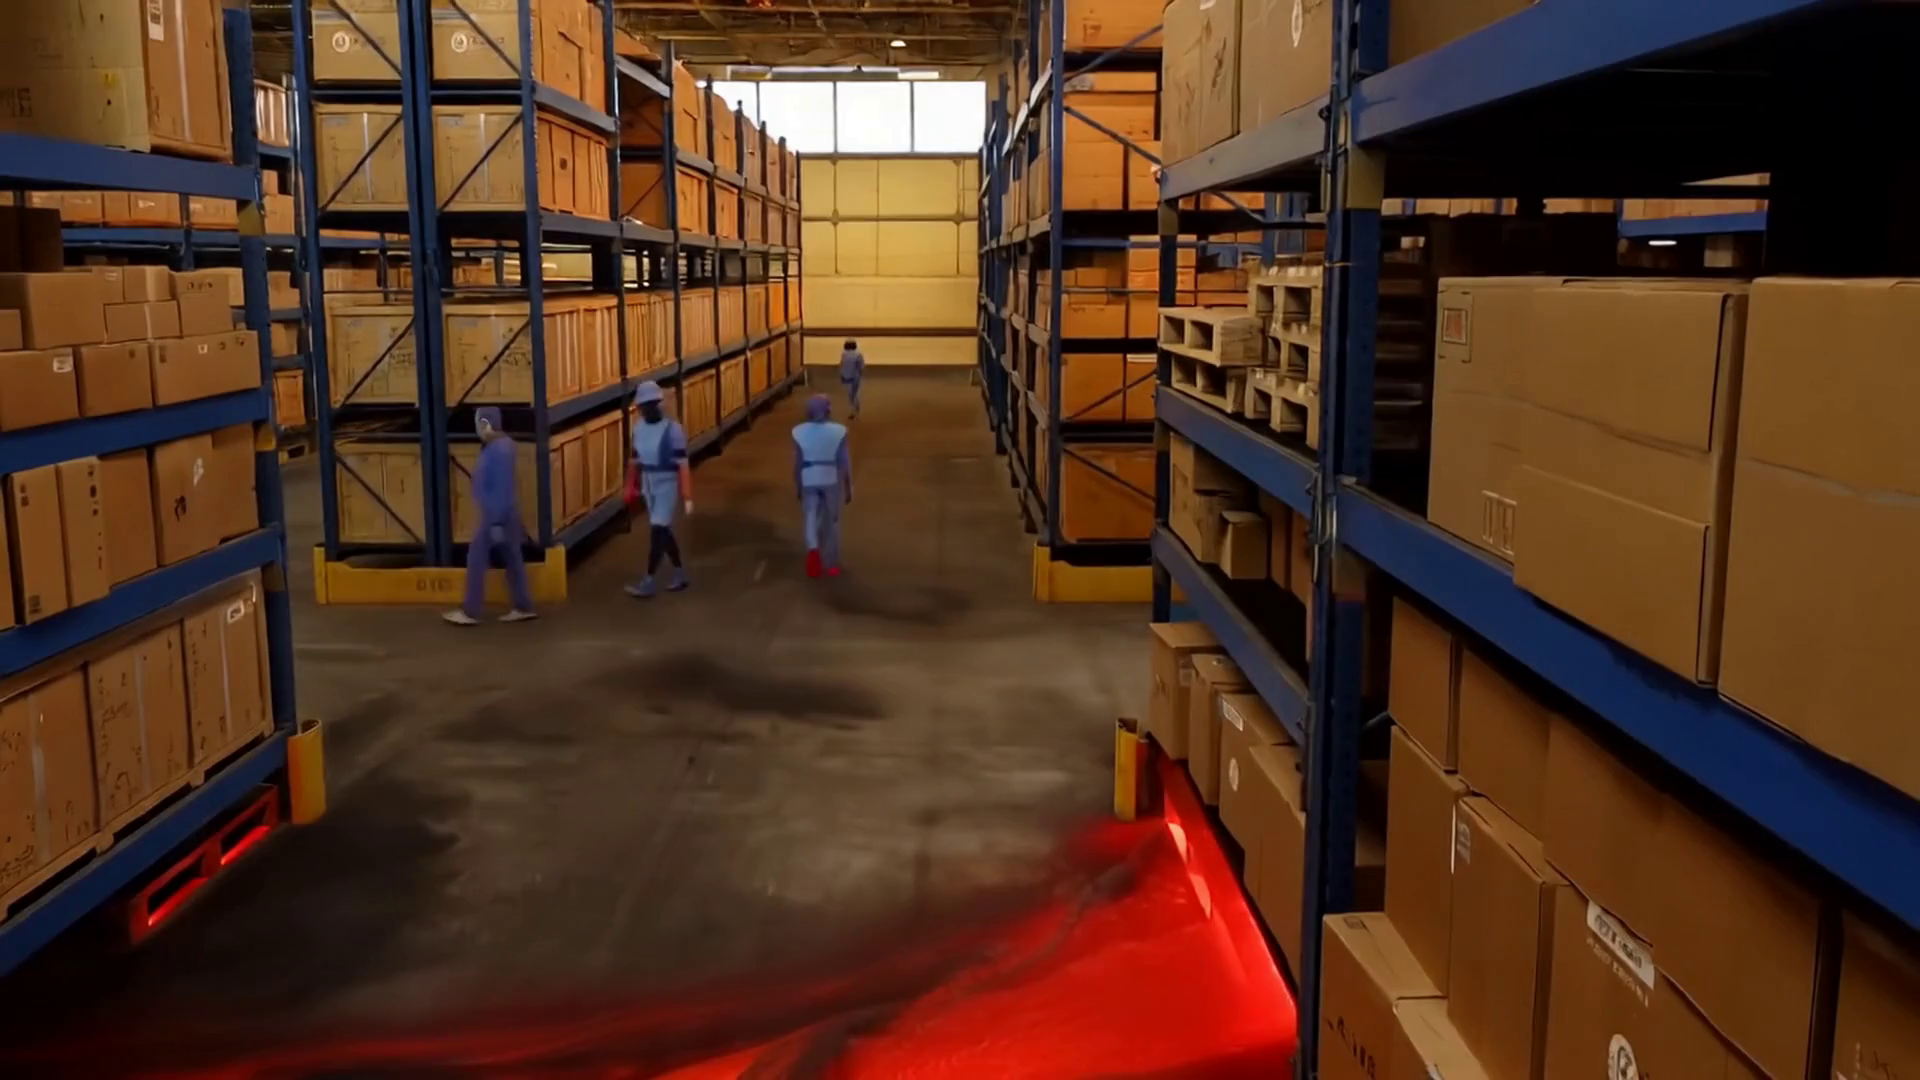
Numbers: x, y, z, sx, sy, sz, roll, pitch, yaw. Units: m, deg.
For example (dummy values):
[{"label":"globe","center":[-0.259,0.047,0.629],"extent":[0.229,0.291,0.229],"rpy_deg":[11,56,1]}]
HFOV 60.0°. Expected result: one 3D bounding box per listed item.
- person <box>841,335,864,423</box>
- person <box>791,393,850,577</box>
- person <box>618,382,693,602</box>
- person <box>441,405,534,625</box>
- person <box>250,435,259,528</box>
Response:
[{"label":"person","center":[-2.115,-3.204,33.087],"extent":[0.488,1.745,0.603],"rpy_deg":[6,11,31]},{"label":"person","center":[-1.365,-0.528,16.361],"extent":[0.572,1.823,0.689],"rpy_deg":[-1,9,-4]},{"label":"person","center":[-2.825,-0.452,15.311],"extent":[0.637,1.995,1.023],"rpy_deg":[5,11,29]},{"label":"person","center":[-4.070,-0.205,14.193],"extent":[0.853,1.874,0.671],"rpy_deg":[0,9,-1]},{"label":"person","center":[-6.411,-0.271,14.622],"extent":[0.858,1.869,0.647],"rpy_deg":[9,13,43]}]
